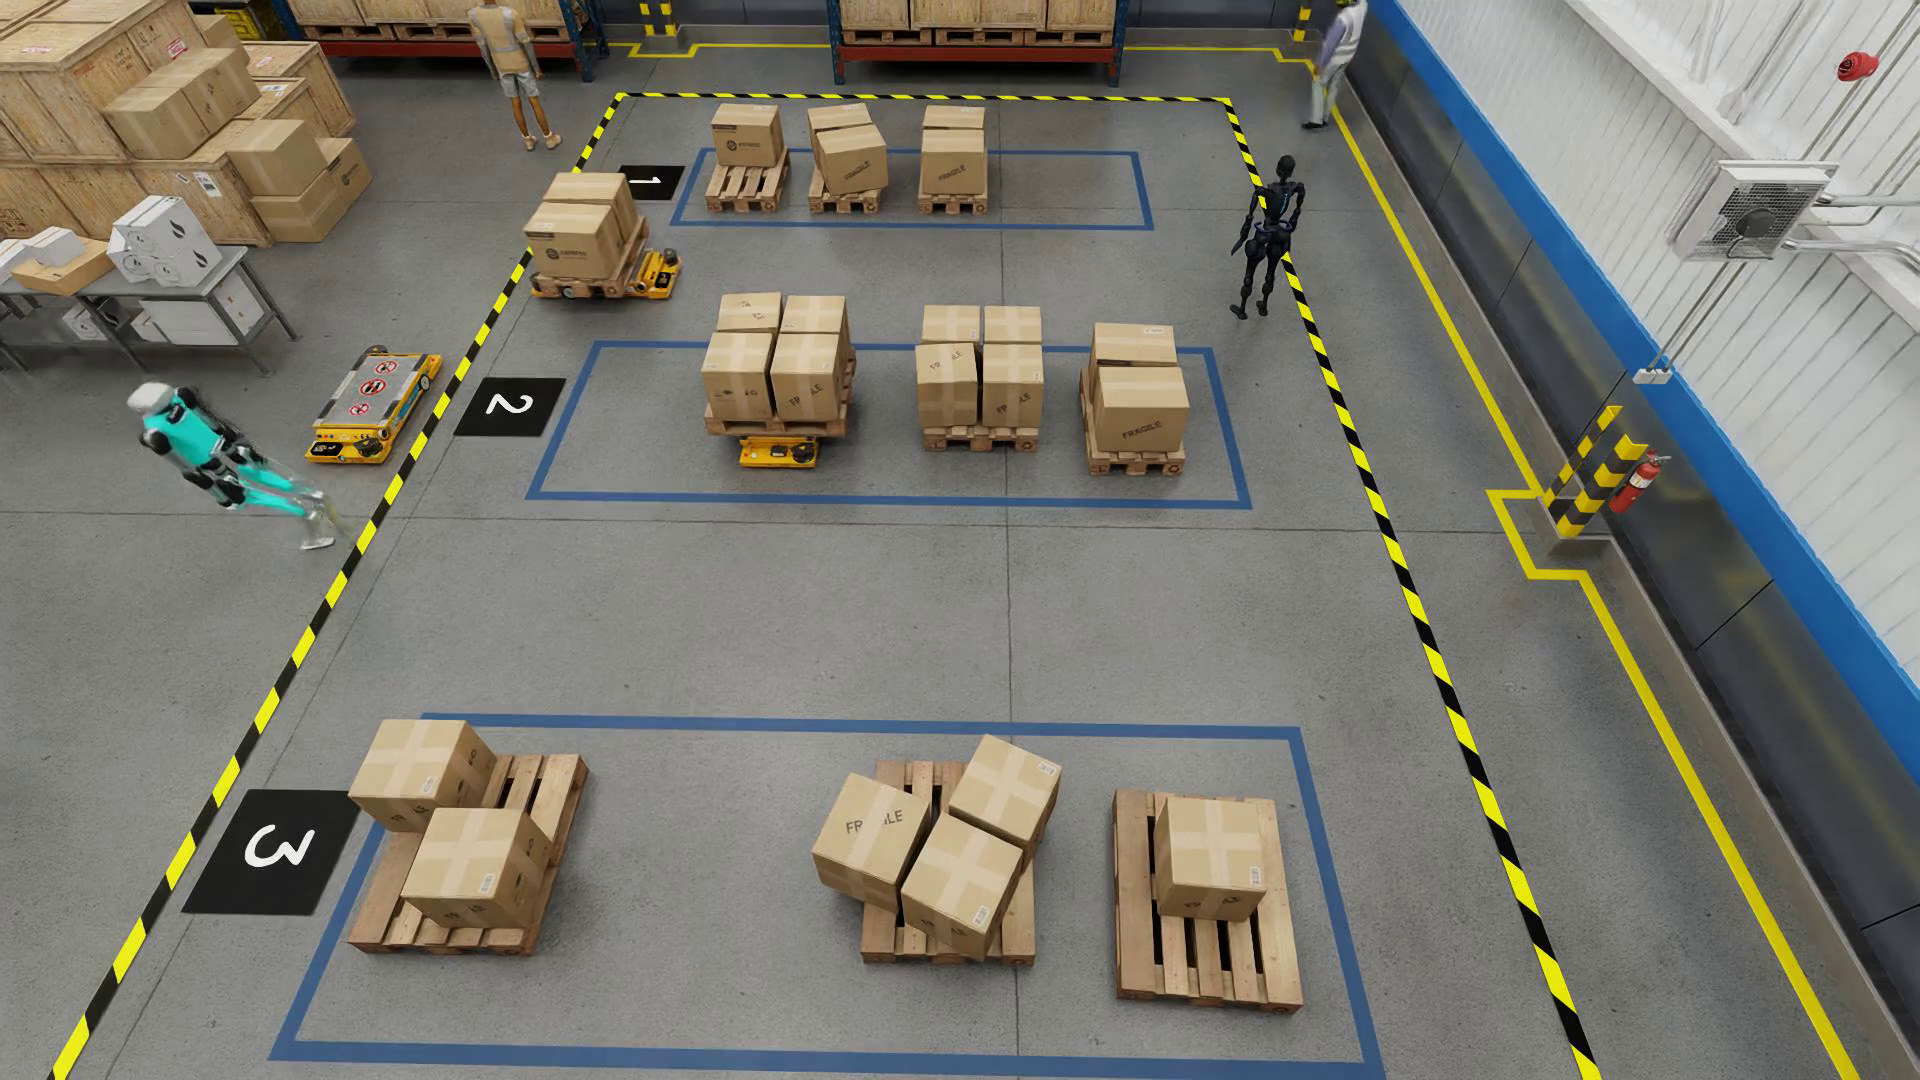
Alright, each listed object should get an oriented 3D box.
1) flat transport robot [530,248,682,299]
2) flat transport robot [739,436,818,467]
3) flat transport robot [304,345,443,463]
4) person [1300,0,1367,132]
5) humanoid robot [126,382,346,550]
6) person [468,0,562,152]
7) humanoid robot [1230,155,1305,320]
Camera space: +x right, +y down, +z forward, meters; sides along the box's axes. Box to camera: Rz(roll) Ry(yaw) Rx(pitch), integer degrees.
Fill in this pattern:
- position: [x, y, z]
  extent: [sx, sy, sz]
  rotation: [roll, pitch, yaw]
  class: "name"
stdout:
- position: [-3.766, -2.855, 9.765]
  extent: [1.431, 0.197, 0.652]
  rotation: [1, 50, 1]
  class: "flat transport robot"
- position: [-1.582, -1.235, 8.394]
  extent: [0.652, 0.197, 1.431]
  rotation: [1, 50, 1]
  class: "flat transport robot"
- position: [-5.383, -1.269, 8.441]
  extent: [0.659, 0.231, 1.431]
  rotation: [1, 50, 1]
  class: "flat transport robot"
- position: [4.719, -6.072, 11.524]
  extent: [0.635, 1.782, 0.409]
  rotation: [-33, 57, -25]
  class: "person"
- position: [-5.191, -0.444, 6.822]
  extent: [0.747, 1.824, 0.577]
  rotation: [-3, 50, -2]
  class: "humanoid robot"
- position: [-5.389, -5.742, 11.064]
  extent: [0.614, 2.042, 0.373]
  rotation: [-3, 50, -2]
  class: "person"
- position: [2.978, -2.927, 8.914]
  extent: [0.599, 1.653, 0.315]
  rotation: [-7, 50, -6]
  class: "humanoid robot"
